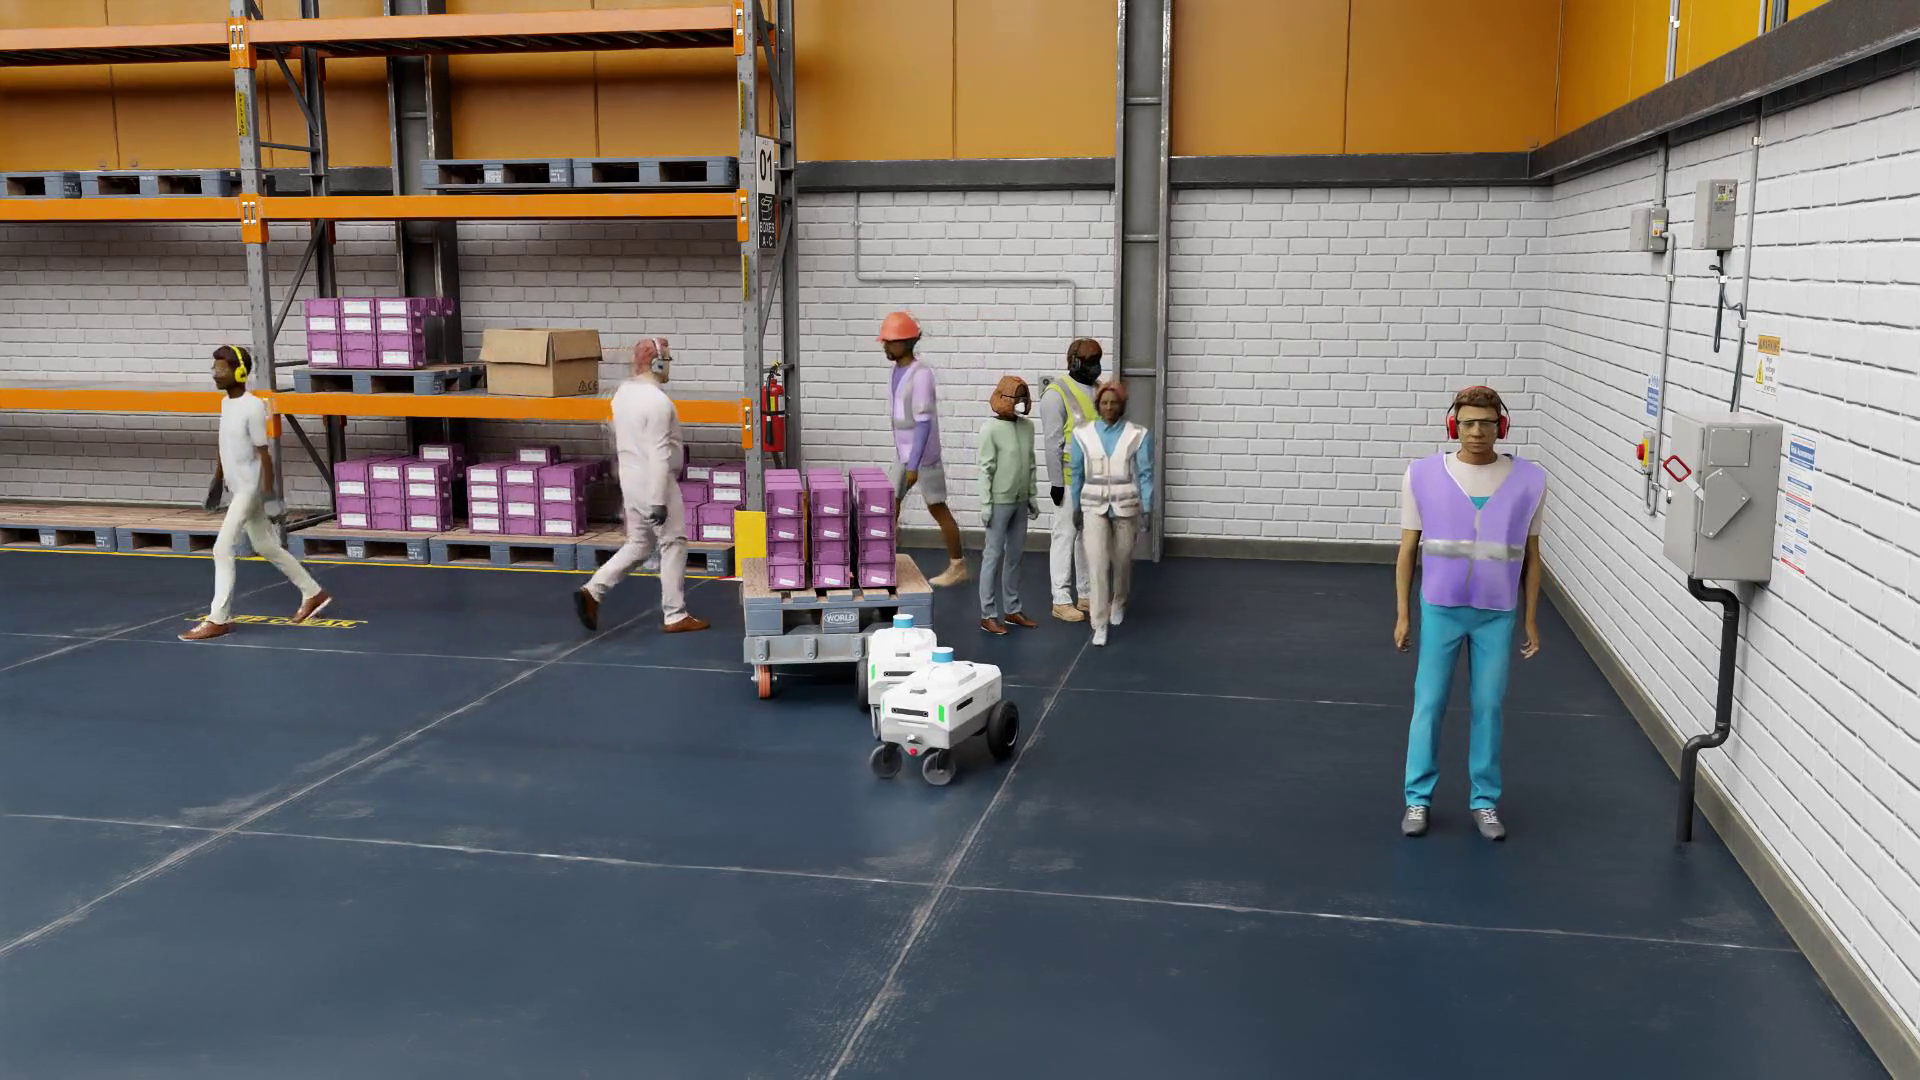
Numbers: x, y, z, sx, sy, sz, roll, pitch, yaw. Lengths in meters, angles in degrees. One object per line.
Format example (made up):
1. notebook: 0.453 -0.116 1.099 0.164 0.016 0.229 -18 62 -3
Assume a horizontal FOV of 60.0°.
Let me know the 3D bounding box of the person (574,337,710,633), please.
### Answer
1. person: -1.979 -0.321 10.319 0.755 1.876 0.648 -7 12 -37

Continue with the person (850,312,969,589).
1. person: -0.374 -0.601 11.700 1.058 1.978 0.615 -5 11 -27

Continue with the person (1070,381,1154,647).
1. person: 0.952 -0.197 10.406 0.521 1.608 0.812 1 9 6

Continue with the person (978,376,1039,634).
1. person: 0.304 -0.224 10.505 0.270 1.627 0.498 8 12 40

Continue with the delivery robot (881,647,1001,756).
1. delivery robot: -0.081 0.737 7.653 0.477 0.478 0.707 4 10 24

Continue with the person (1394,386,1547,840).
1. person: 2.054 0.292 6.741 0.571 1.840 0.373 1 10 8

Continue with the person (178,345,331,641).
1. person: -4.478 -0.323 10.513 0.955 1.830 0.519 -7 12 -38

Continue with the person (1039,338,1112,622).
1. person: 0.808 -0.400 10.917 0.429 1.844 0.627 9 13 43

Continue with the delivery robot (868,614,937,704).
1. delivery robot: -0.285 0.618 8.367 0.477 0.478 0.707 0 9 -1
